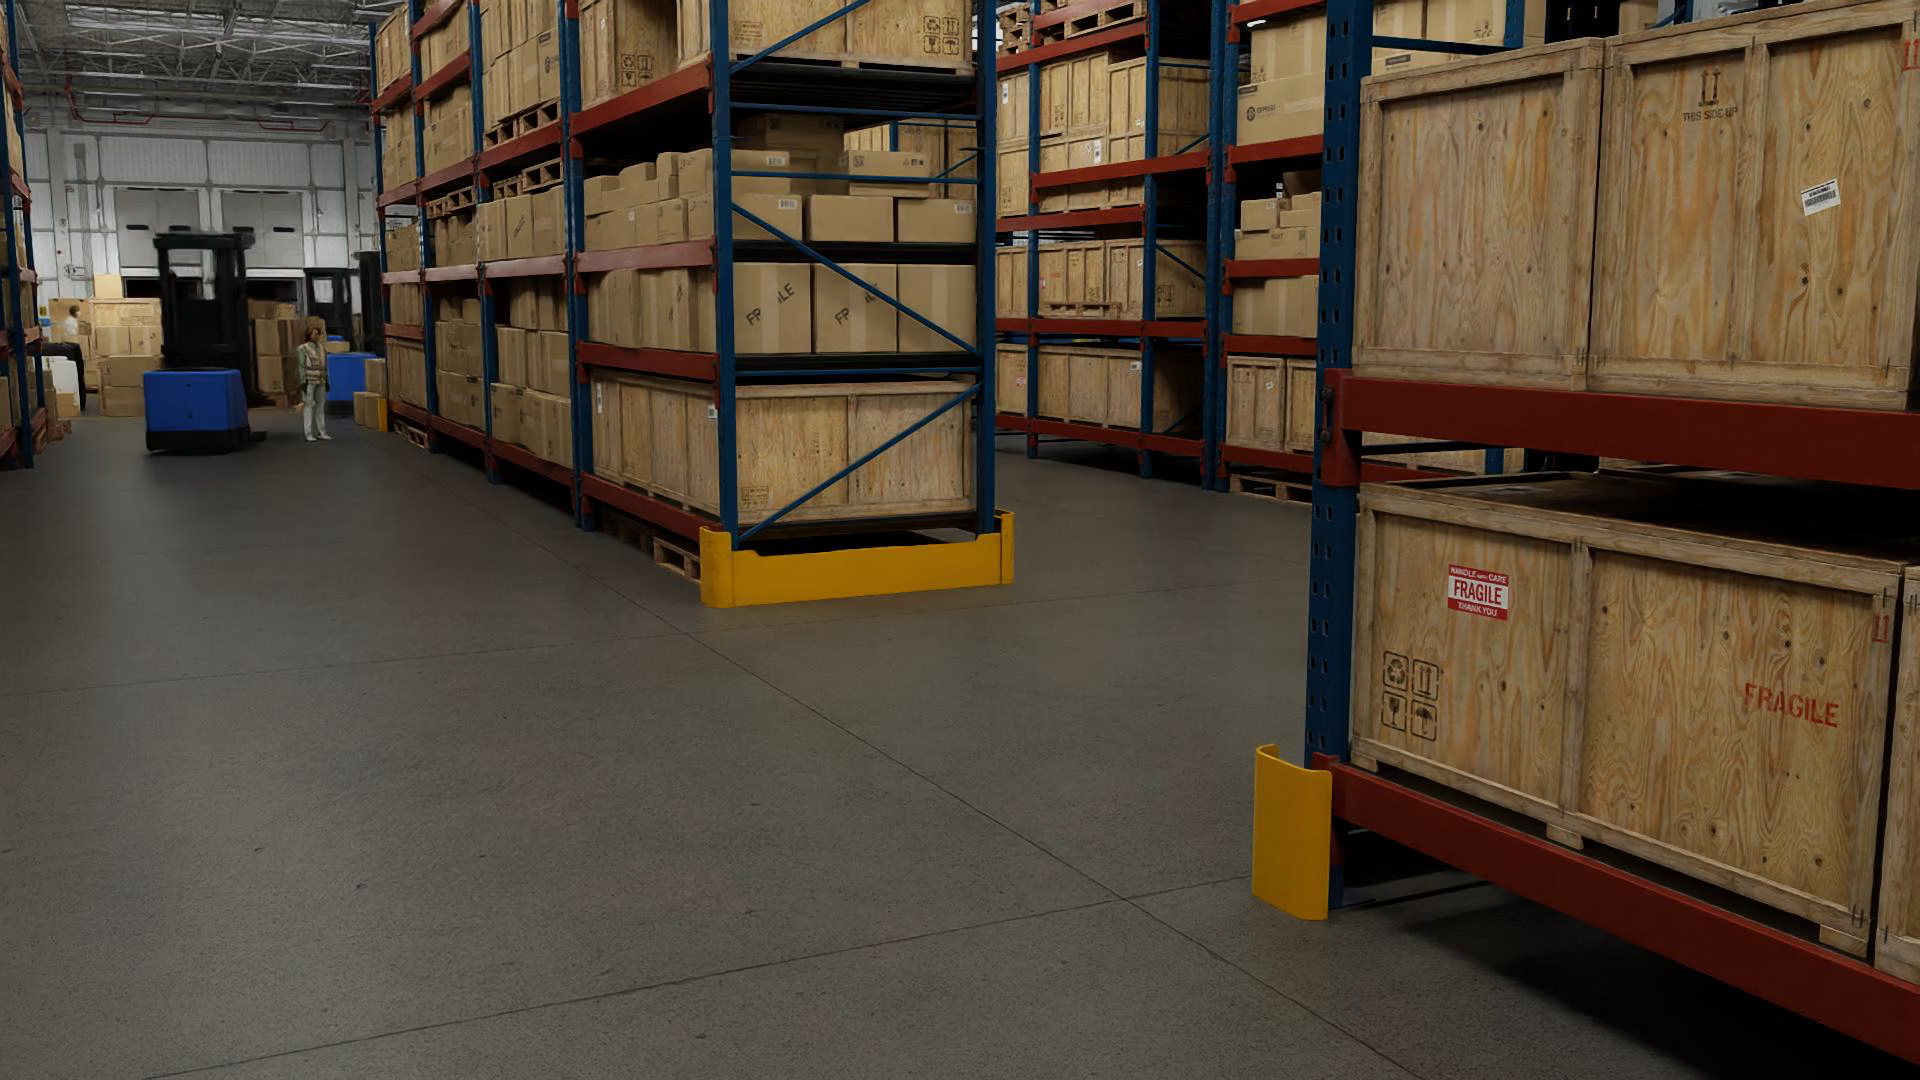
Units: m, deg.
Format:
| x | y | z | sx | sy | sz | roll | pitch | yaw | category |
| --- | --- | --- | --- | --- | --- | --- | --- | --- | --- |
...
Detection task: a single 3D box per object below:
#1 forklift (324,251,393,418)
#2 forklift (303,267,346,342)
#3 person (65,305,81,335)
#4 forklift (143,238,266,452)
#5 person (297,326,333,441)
| x | y | z | sx | sy | sz | roll | pitch | yaw | category |
| --- | --- | --- | --- | --- | --- | --- | --- | --- | --- |
| -10.012 | -3.539 | 28.492 | 1.873 | 2.768 | 1.129 | -5 | 10 | -32 | forklift |
| -16.290 | -5.598 | 42.694 | 1.129 | 2.768 | 1.873 | 1 | 8 | 7 | forklift |
| -20.412 | -4.454 | 38.193 | 0.980 | 1.905 | 0.644 | -3 | 9 | -18 | person |
| -10.169 | -2.635 | 22.261 | 1.129 | 2.768 | 1.873 | -1 | 8 | -10 | forklift |
| -9.198 | -2.226 | 23.692 | 0.307 | 1.641 | 0.513 | 4 | 9 | 23 | person |
